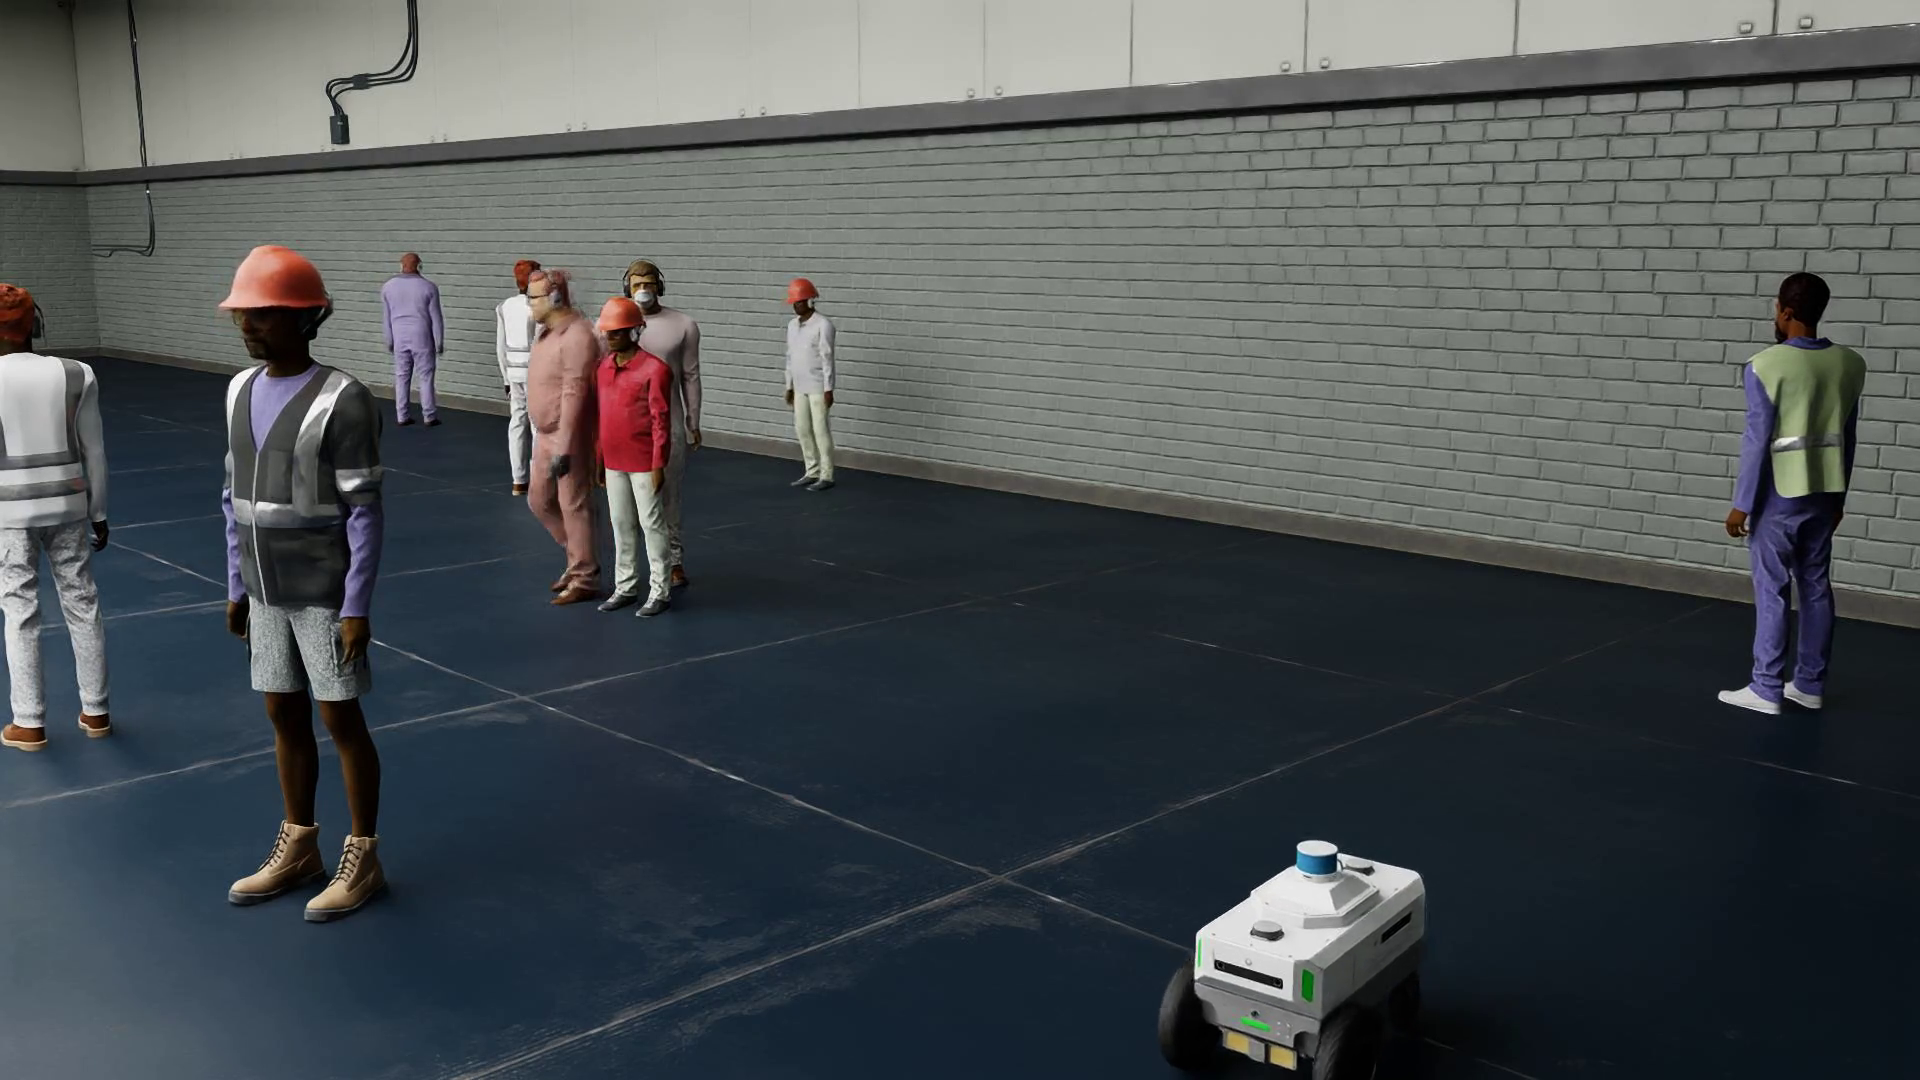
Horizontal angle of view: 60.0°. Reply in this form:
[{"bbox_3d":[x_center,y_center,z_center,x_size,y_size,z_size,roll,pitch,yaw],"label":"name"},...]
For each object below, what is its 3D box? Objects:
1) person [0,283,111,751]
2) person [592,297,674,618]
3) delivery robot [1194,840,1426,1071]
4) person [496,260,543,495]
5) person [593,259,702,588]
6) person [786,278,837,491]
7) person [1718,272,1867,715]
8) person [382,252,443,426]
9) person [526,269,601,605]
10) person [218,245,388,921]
[{"bbox_3d":[-3.755,-0.087,6.747,0.574,1.884,0.355,-10,14,-44],"label":"person"},{"bbox_3d":[-1.809,-0.451,9.102,0.565,1.745,0.348,7,13,34],"label":"person"},{"bbox_3d":[0.892,1.000,4.187,0.477,0.478,0.707,8,13,37],"label":"delivery robot"},{"bbox_3d":[-3.422,-1.279,13.252,0.575,1.882,0.359,6,12,29],"label":"person"},{"bbox_3d":[-1.835,-0.679,9.822,0.638,1.938,0.356,-3,11,-15],"label":"person"},{"bbox_3d":[-1.235,-1.270,13.614,0.379,1.737,0.570,-10,14,-42],"label":"person"},{"bbox_3d":[3.621,-0.193,7.229,0.590,1.918,0.391,-3,11,-17],"label":"person"},{"bbox_3d":[-5.945,-2.184,18.164,0.641,1.900,0.397,1,10,3],"label":"person"},{"bbox_3d":[-2.257,-0.565,9.363,0.447,1.891,0.660,-8,13,-36],"label":"person"},{"bbox_3d":[-2.017,0.139,5.070,0.607,2.047,0.366,5,12,26],"label":"person"}]
